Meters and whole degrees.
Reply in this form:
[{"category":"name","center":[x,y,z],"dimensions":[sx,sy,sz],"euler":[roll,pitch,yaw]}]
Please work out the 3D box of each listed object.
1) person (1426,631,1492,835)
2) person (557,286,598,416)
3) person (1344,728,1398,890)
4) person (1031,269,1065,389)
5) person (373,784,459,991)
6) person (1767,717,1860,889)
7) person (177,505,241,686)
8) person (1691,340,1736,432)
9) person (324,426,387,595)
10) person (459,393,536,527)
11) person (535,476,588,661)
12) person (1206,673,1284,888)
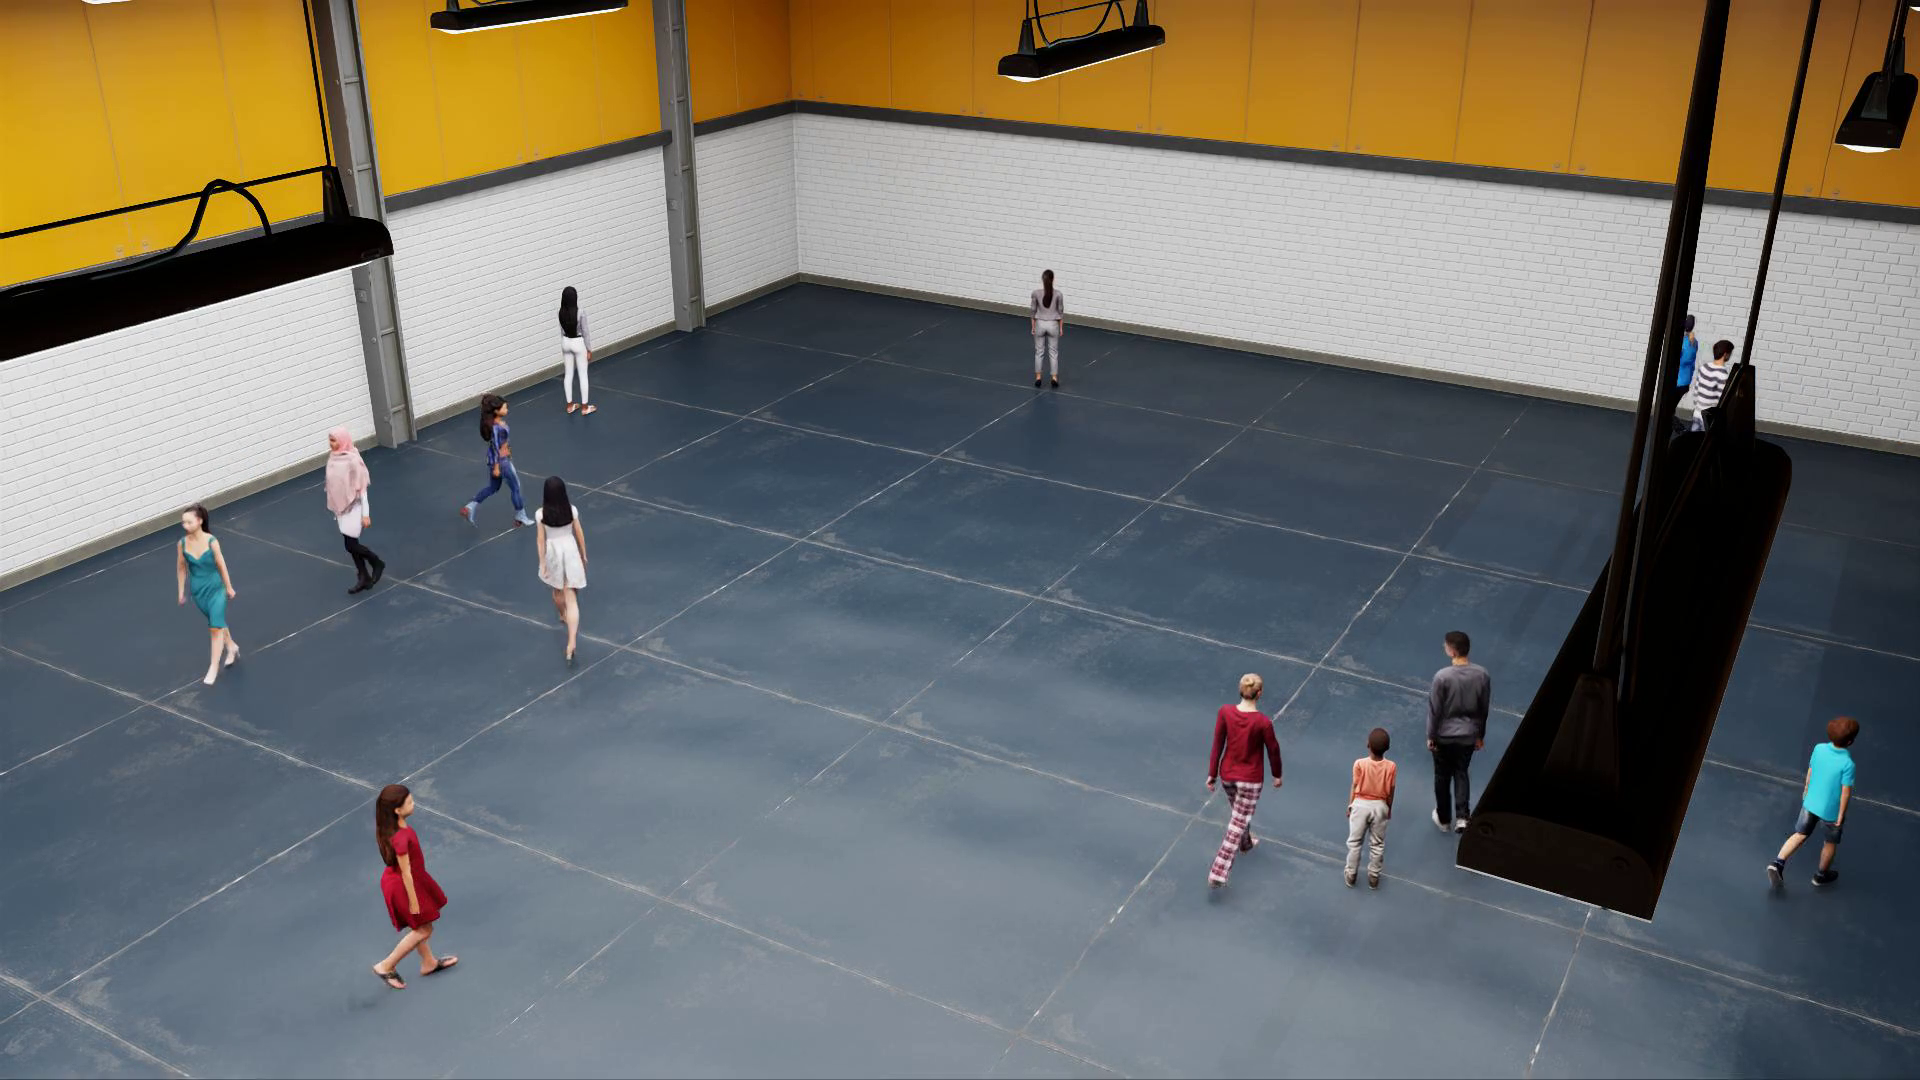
[{"category":"person","center":[3.817,1.545,12.771],"dimensions":[0.845,1.743,0.932],"euler":[0,24,0]},{"category":"person","center":[-5.124,-2.537,22.134],"dimensions":[0.621,1.723,0.560],"euler":[8,25,18]},{"category":"person","center":[3.035,1.982,12.312],"dimensions":[0.543,1.310,0.573],"euler":[2,24,5]},{"category":"person","center":[1.206,-2.929,23.084],"dimensions":[0.701,1.680,0.707],"euler":[3,24,8]},{"category":"person","center":[-3.780,2.344,11.195],"dimensions":[0.898,1.542,0.773],"euler":[-13,27,-27]},{"category":"person","center":[6.306,1.953,12.227],"dimensions":[0.955,1.431,0.821],"euler":[-11,26,-23]},{"category":"person","center":[-6.900,0.458,15.372],"dimensions":[0.870,1.651,1.075],"euler":[1,24,3]},{"category":"person","center":[8.748,-1.439,19.467],"dimensions":[0.767,1.849,0.707],"euler":[-6,24,-14]},{"category":"person","center":[-6.138,-0.323,16.980],"dimensions":[0.658,1.795,0.715],"euler":[15,28,31]},{"category":"person","center":[-5.176,-0.843,18.420],"dimensions":[1.097,1.594,1.025],"euler":[-7,25,-15]},{"category":"person","center":[-3.727,0.293,15.671],"dimensions":[1.171,1.714,1.197],"euler":[-7,25,-16]},{"category":"person","center":[2.051,1.794,12.304],"dimensions":[0.712,1.661,1.103],"euler":[17,29,34]}]
